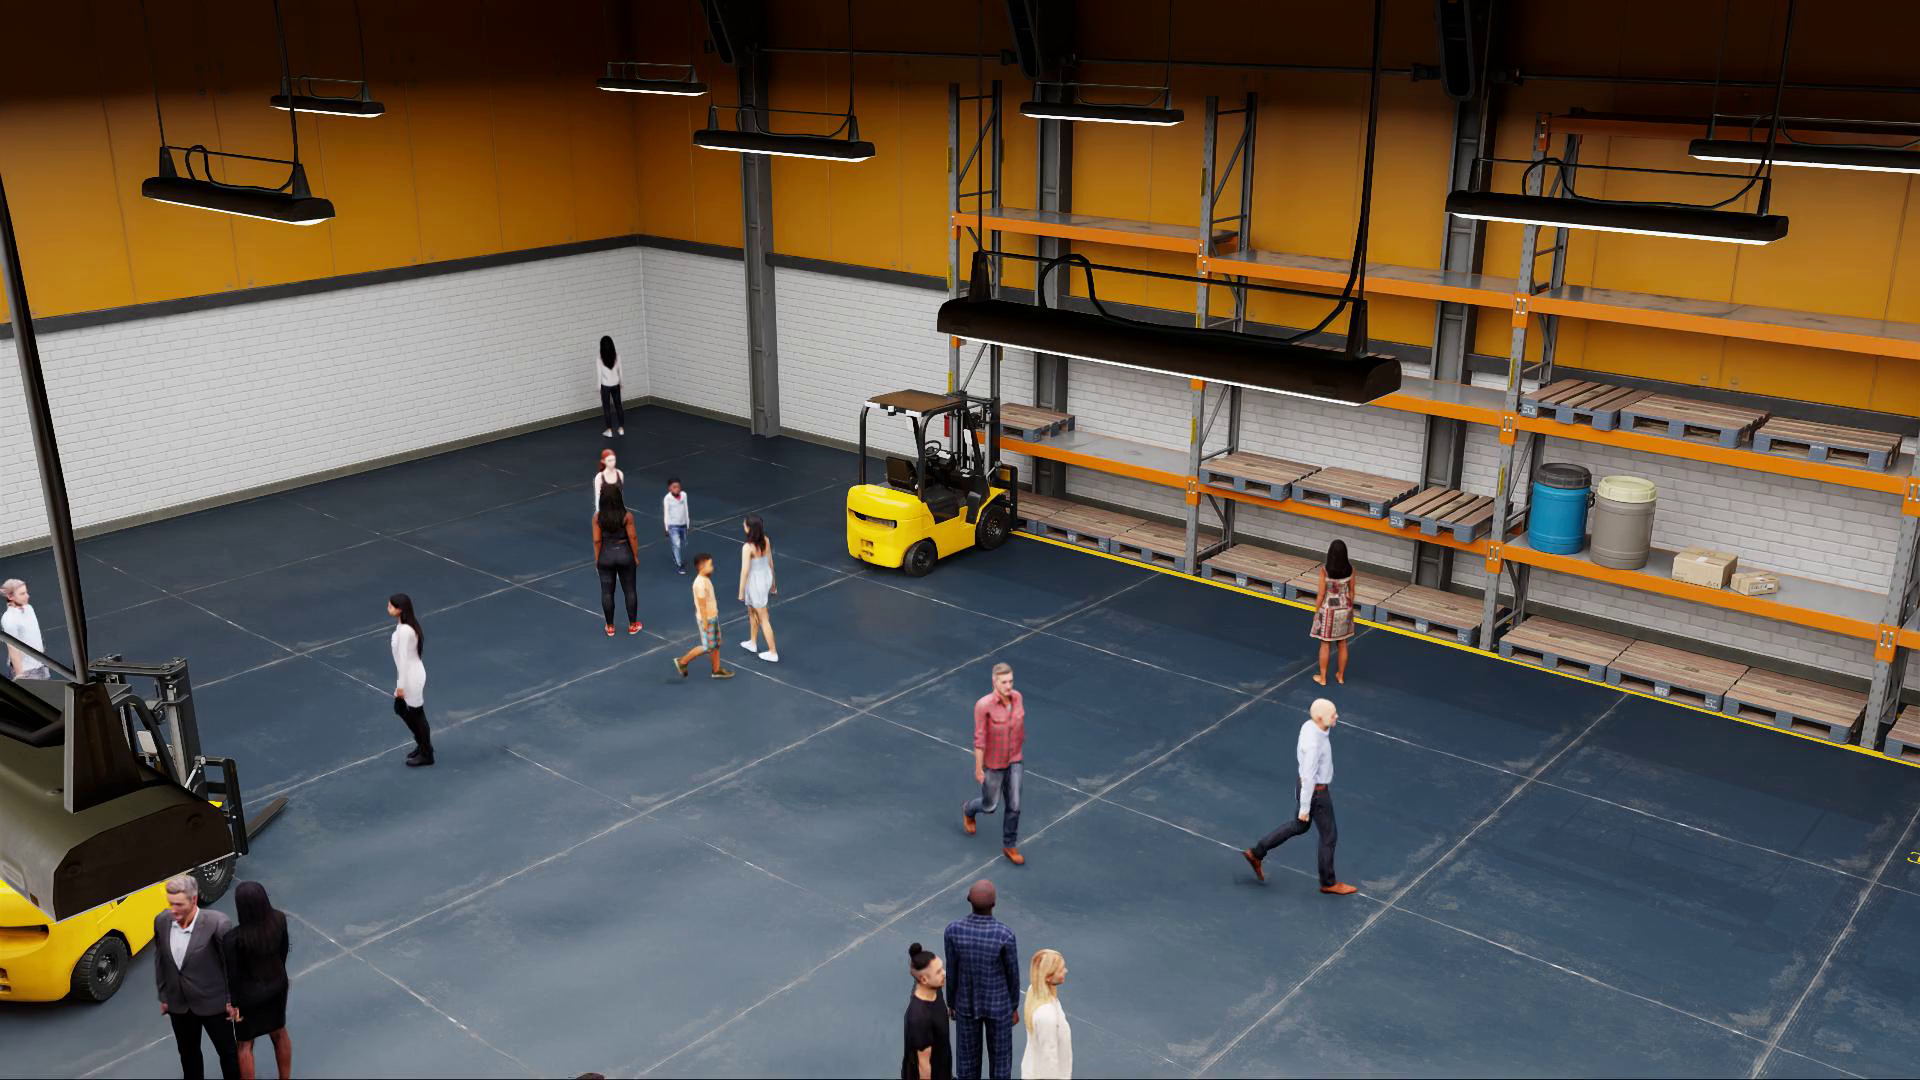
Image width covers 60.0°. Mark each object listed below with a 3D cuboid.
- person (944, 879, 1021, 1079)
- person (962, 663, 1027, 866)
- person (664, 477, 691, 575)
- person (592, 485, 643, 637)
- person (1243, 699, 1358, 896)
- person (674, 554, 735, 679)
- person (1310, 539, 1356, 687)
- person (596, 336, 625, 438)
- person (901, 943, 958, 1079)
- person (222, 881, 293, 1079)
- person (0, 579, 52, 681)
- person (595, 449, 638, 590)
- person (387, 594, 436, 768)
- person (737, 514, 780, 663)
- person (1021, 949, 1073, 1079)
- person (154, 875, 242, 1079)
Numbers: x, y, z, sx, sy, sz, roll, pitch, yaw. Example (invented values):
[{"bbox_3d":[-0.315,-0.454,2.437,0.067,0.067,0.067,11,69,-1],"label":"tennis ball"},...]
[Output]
[{"bbox_3d":[0.157,3.046,10.962,0.712,1.819,0.821,3,19,10],"label":"person"},{"bbox_3d":[0.309,1.889,14.414,0.872,1.808,1.087,-12,22,-31],"label":"person"},{"bbox_3d":[-3.682,-0.222,21.569,0.662,1.242,0.893,-10,21,-28],"label":"person"},{"bbox_3d":[-4.000,0.223,19.350,0.765,1.816,0.819,-2,19,-7],"label":"person"},{"bbox_3d":[2.834,2.125,13.788,1.260,1.759,1.052,3,19,8],"label":"person"},{"bbox_3d":[-2.811,0.852,18.064,0.919,1.444,0.847,-1,19,-4],"label":"person"},{"bbox_3d":[4.048,0.774,17.980,0.720,1.645,0.749,-4,19,-11],"label":"person"},{"bbox_3d":[-5.863,-2.584,27.866,0.676,1.701,0.638,-12,22,-32],"label":"person"},{"bbox_3d":[-0.265,3.276,10.230,1.067,1.849,0.950,3,19,8],"label":"person"},{"bbox_3d":[-4.629,3.043,11.128,0.581,1.719,0.629,14,23,35],"label":"person"},{"bbox_3d":[-9.225,1.249,16.304,1.049,1.815,0.997,-2,19,-5],"label":"person"},{"bbox_3d":[-4.422,-0.277,20.951,0.786,1.740,1.278,-13,23,-34],"label":"person"},{"bbox_3d":[-5.194,1.350,16.028,0.796,1.799,0.708,-4,19,-13],"label":"person"},{"bbox_3d":[-2.168,0.555,18.527,0.860,1.711,0.674,11,21,29],"label":"person"},{"bbox_3d":[0.514,3.311,10.114,0.740,1.858,0.672,-2,19,-7],"label":"person"},{"bbox_3d":[-5.038,3.022,11.006,0.771,1.836,0.871,1,19,4],"label":"person"}]
